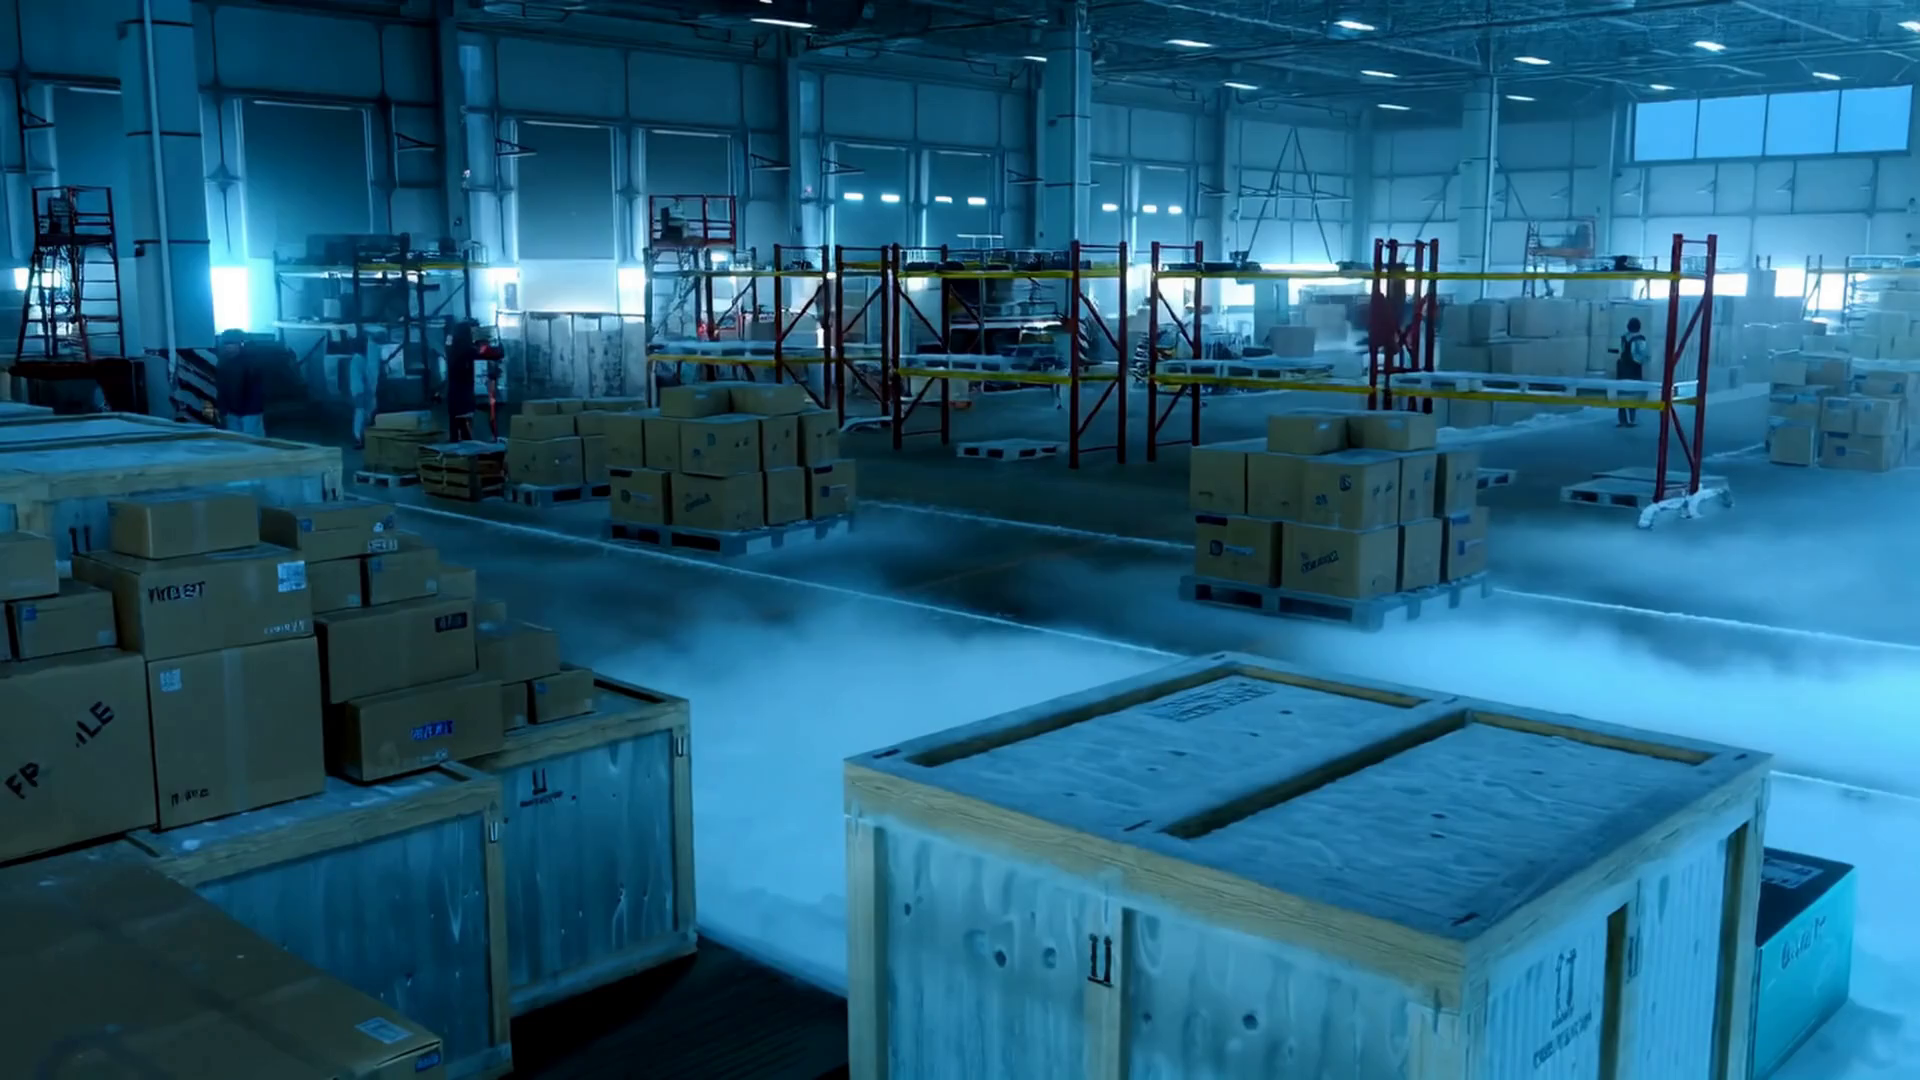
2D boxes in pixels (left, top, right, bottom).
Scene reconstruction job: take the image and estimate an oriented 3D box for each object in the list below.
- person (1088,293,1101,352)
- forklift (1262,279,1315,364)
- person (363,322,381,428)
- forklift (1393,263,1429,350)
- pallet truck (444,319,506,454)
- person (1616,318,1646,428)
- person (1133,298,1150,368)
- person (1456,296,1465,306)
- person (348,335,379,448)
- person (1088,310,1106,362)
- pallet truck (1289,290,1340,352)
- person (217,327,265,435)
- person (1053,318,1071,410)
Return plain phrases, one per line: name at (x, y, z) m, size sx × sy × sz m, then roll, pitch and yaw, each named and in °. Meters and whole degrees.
person at (4.123, -6.664, 51.333) m, size 0.543 × 1.928 × 0.392 m, roll -5°, pitch 11°, yaw -29°
forklift at (8.555, -6.090, 44.881) m, size 1.873 × 2.768 × 1.129 m, roll 9°, pitch 13°, yaw 43°
person at (-9.869, -2.764, 27.963) m, size 0.375 × 1.762 × 0.538 m, roll -3°, pitch 10°, yaw -18°
forklift at (12.463, -6.448, 47.076) m, size 1.873 × 2.768 × 1.129 m, roll 3°, pitch 10°, yaw 17°
pallet truck at (-6.981, -1.942, 22.150) m, size 1.885 × 1.965 × 0.823 m, roll 1°, pitch 9°, yaw 9°
person at (11.205, -2.784, 27.778) m, size 0.345 × 1.845 × 0.505 m, roll -6°, pitch 11°, yaw -31°
person at (4.960, -5.538, 44.579) m, size 0.668 × 1.881 × 1.049 m, roll 0°, pitch 9°, yaw -2°
person at (13.674, -5.665, 45.234) m, size 0.723 × 1.917 × 0.637 m, roll -4°, pitch 10°, yaw -24°
person at (-8.816, -2.191, 24.609) m, size 0.436 × 1.682 × 0.552 m, roll -7°, pitch 12°, yaw -36°
person at (3.654, -5.611, 45.878) m, size 0.851 × 1.602 × 0.533 m, roll -4°, pitch 10°, yaw -22°
pallet truck at (11.297, -6.951, 52.861) m, size 1.885 × 1.965 × 0.823 m, roll -5°, pitch 11°, yaw -29°
person at (-8.586, -1.579, 19.994) m, size 0.613 × 1.973 × 0.801 m, roll 1°, pitch 9°, yaw 9°
person at (1.991, -3.314, 31.363) m, size 0.485 × 1.736 × 0.322 m, roll 0°, pitch 9°, yaw 2°
